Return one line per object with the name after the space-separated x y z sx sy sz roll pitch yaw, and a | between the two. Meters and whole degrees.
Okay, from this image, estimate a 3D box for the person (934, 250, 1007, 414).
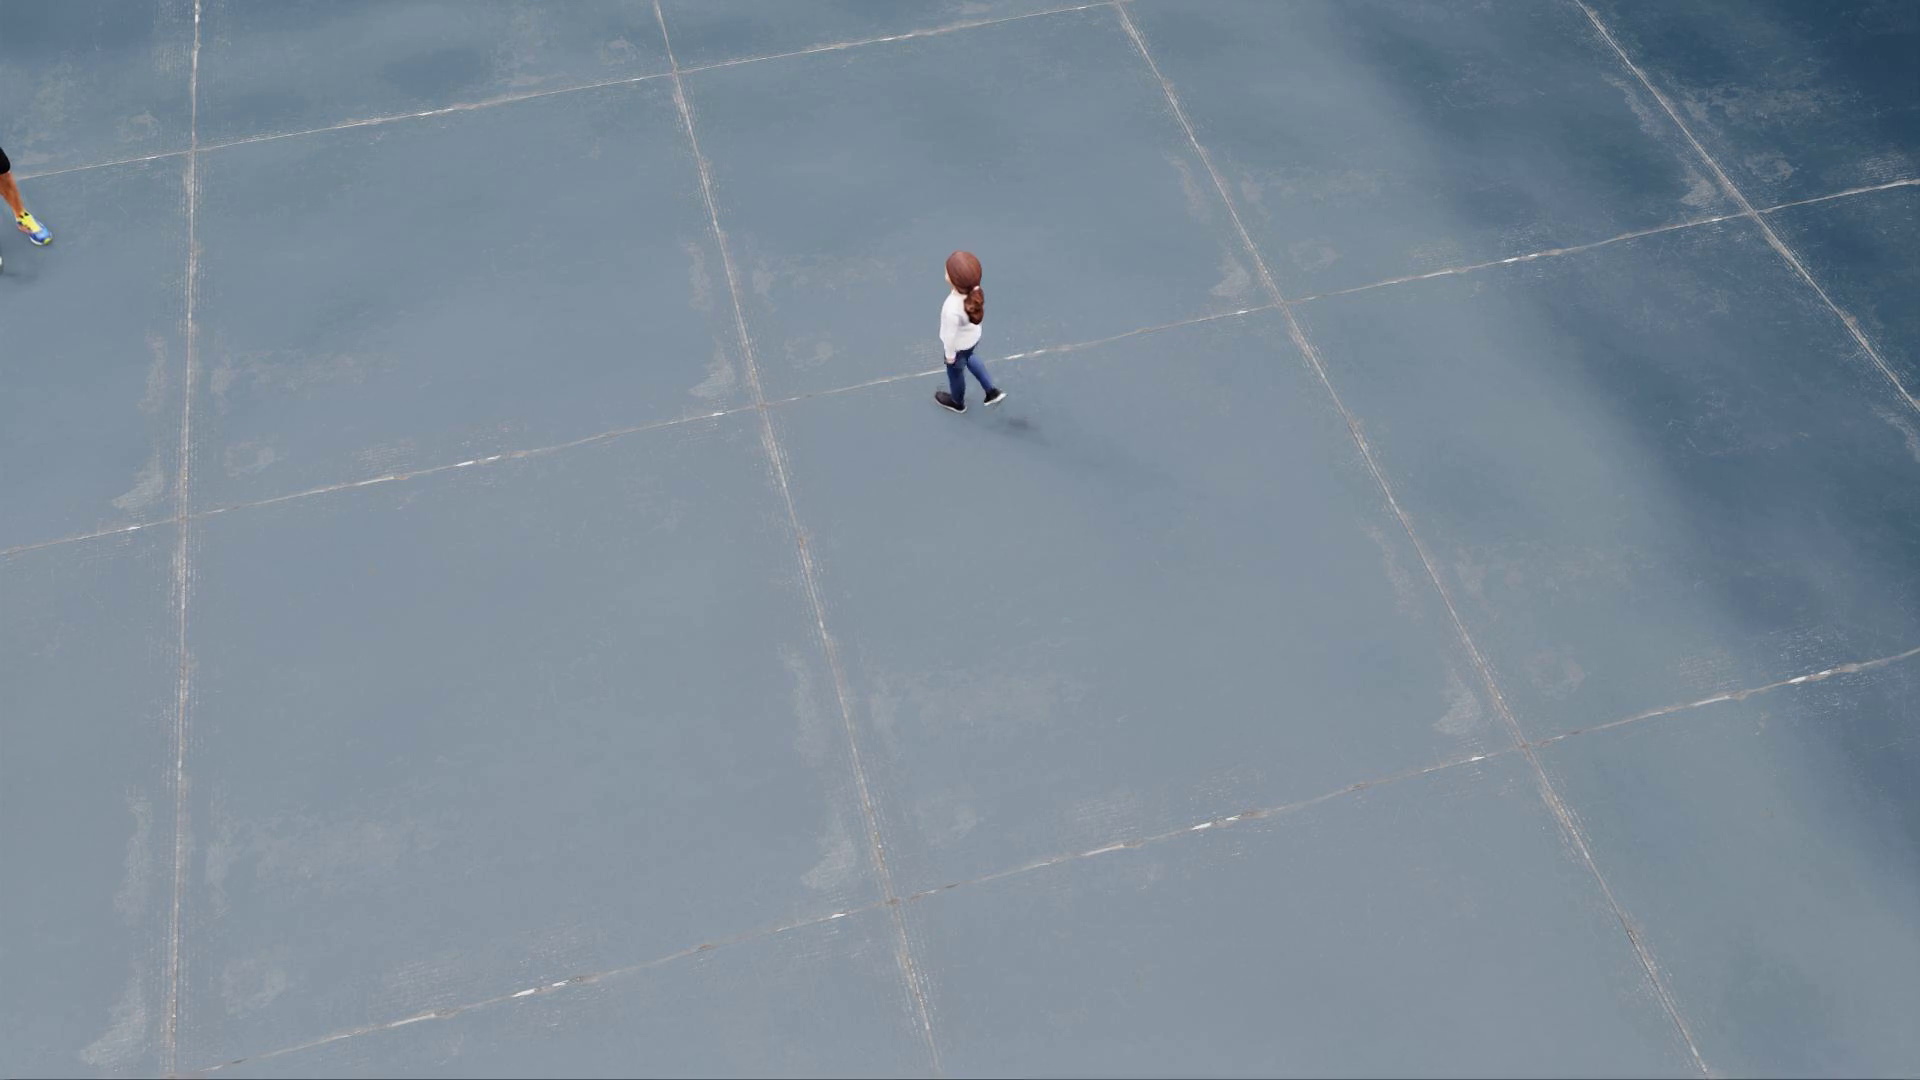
0.057 -1.038 8.501 0.692 1.108 0.634 24 56 17 | person
